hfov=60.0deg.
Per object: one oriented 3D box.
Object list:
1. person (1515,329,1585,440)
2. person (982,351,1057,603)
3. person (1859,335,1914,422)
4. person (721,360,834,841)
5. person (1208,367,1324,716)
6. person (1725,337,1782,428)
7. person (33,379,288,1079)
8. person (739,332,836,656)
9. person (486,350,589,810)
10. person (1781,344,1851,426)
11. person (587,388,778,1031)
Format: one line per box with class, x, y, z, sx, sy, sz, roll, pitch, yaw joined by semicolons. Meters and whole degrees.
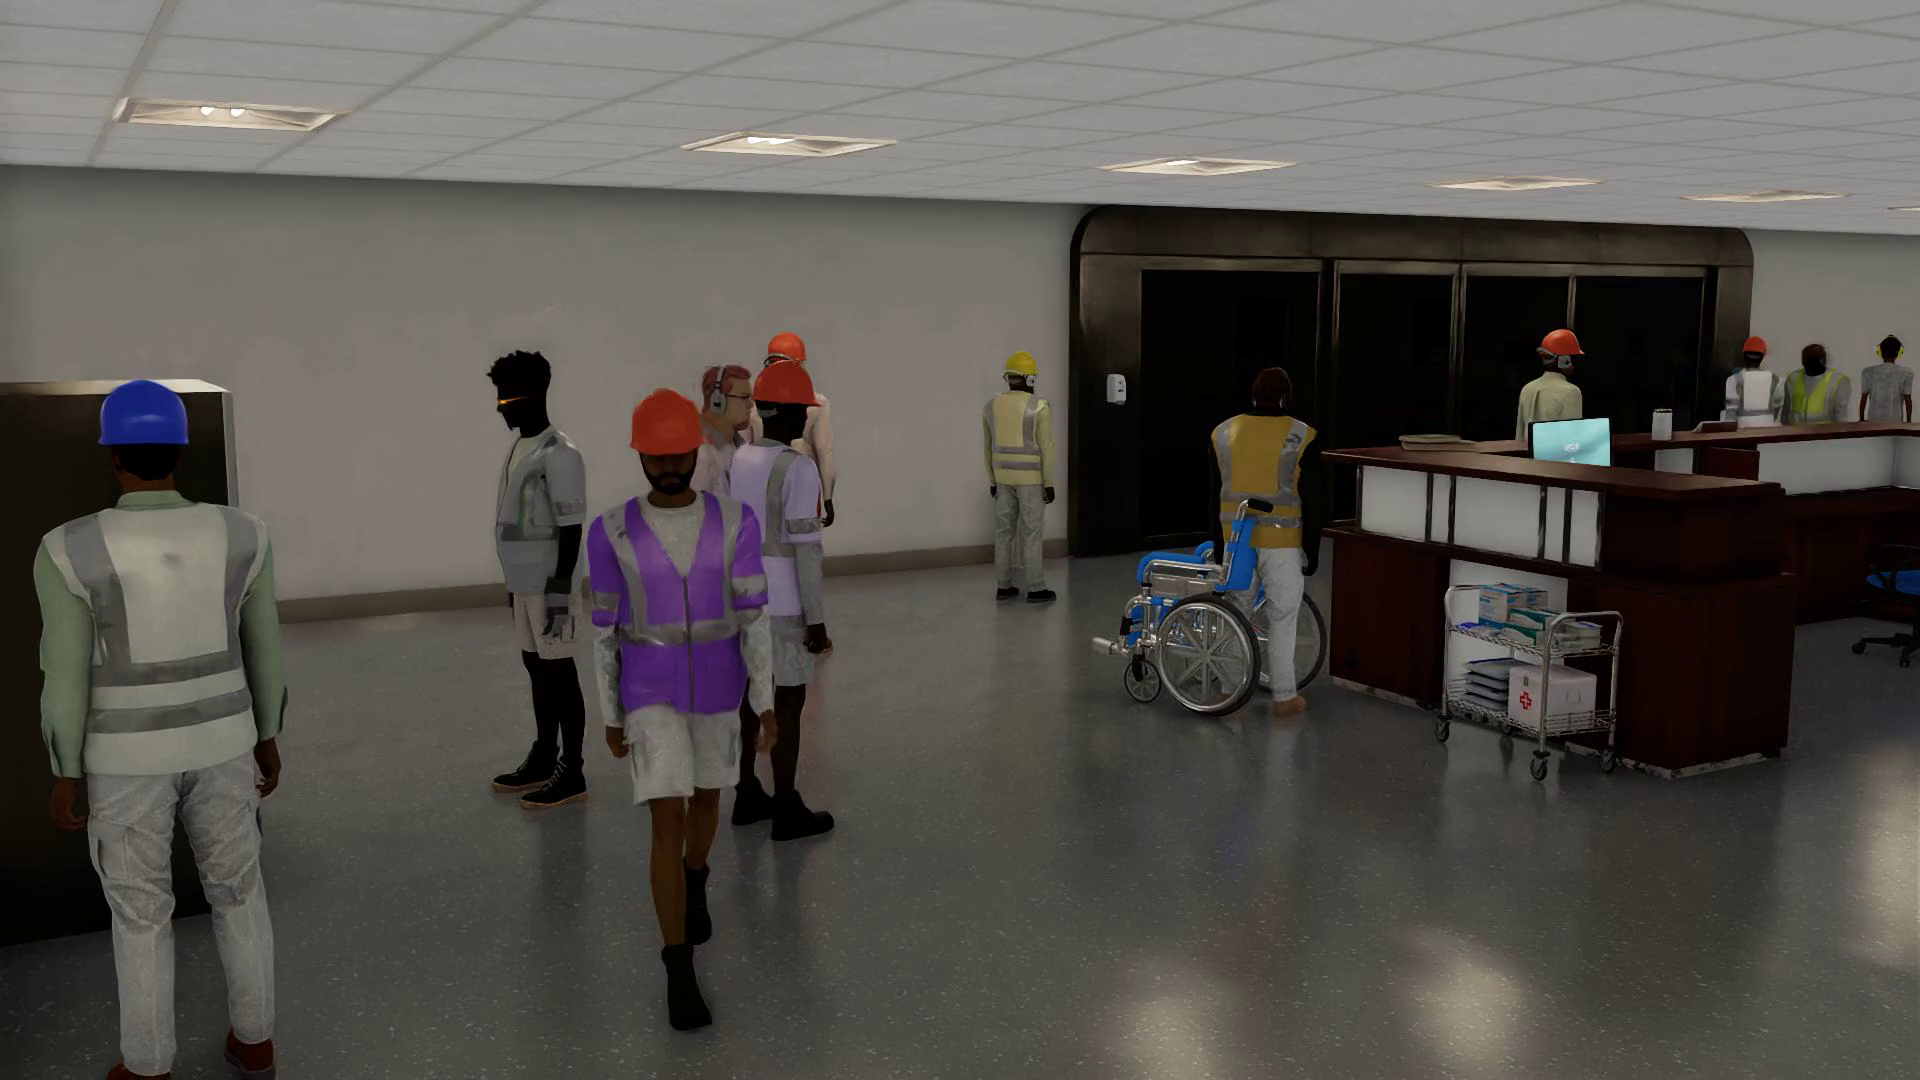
person;4.139;-0.470;11.635;0.390;1.995;0.613;-3;8;-18
person;0.454;-0.456;12.122;0.586;1.835;0.403;5;10;34
person;9.598;-1.185;17.256;0.514;1.876;0.328;6;10;38
person;-0.724;0.239;6.763;0.393;1.929;0.547;-7;11;-42
person;1.615;0.009;8.772;0.628;1.835;0.429;5;9;30
person;7.760;-1.060;16.361;0.548;1.861;1.068;1;8;10
person;-2.116;0.548;4.445;0.614;1.945;0.403;-8;11;-44
person;-1.053;-0.273;10.217;0.608;1.995;0.376;1;8;9
person;-1.811;0.168;7.151;0.376;1.959;0.600;-5;9;-33
person;8.205;-0.977;16.027;0.749;1.802;0.662;-7;11;-42
person;-0.886;0.463;5.257;0.544;1.900;0.974;-3;8;-20
